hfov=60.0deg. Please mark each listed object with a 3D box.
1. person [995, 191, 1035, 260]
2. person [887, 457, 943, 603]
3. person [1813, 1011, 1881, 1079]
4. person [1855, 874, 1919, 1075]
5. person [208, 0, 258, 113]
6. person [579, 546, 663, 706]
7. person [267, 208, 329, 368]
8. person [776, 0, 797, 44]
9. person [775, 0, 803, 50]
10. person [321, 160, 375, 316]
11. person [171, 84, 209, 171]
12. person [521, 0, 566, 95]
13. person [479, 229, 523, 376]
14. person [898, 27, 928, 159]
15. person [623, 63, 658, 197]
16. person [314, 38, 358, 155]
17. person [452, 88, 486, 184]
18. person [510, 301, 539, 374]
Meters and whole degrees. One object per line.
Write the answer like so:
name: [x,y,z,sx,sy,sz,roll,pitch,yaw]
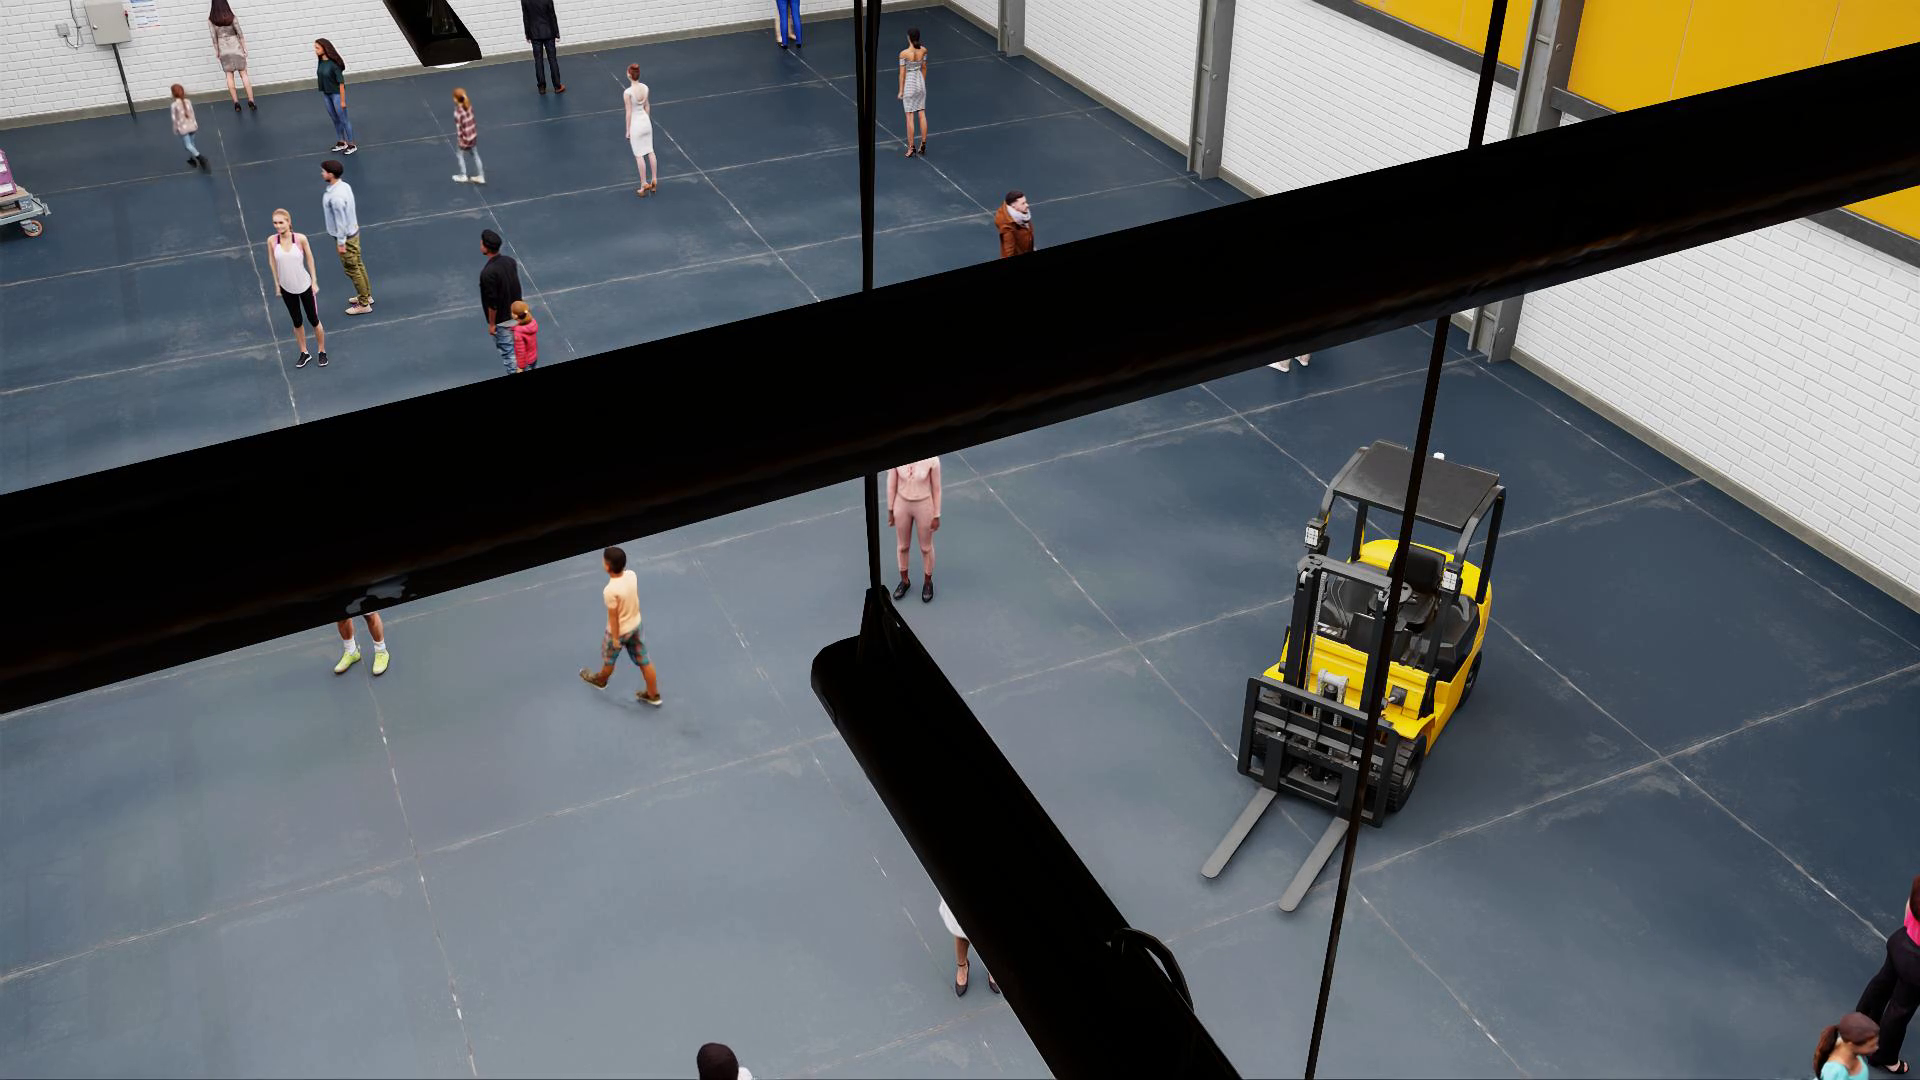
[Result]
person: [0.598,-2.955,18.227,0.910,1.838,0.826,3,34,5]
person: [-0.385,-0.245,14.256,0.694,1.720,0.725,7,34,10]
person: [4.734,3.170,9.298,1.112,1.521,0.937,19,38,26]
person: [5.812,2.543,10.116,0.718,1.660,0.617,4,34,6]
person: [-10.870,-7.264,24.793,0.633,1.744,0.562,-9,35,-13]
person: [-2.577,0.710,13.077,1.021,1.435,0.878,18,38,25]
person: [-7.145,-2.729,17.932,0.664,1.788,0.627,-4,34,-6]
person: [-2.945,-9.169,27.702,0.693,1.697,0.697,27,42,34]
person: [-2.834,-8.970,27.400,0.646,1.700,0.589,-9,35,-13]
person: [-7.020,-3.481,19.042,0.797,1.812,0.615,-4,34,-6]
person: [-10.640,-5.675,22.908,0.840,1.185,0.716,19,38,27]
person: [-6.399,-7.745,25.467,0.752,1.800,0.717,-2,34,-4]
person: [-4.759,-2.380,17.386,0.838,1.811,0.776,11,35,16]
person: [-0.632,-6.249,23.196,0.622,1.823,0.572,-20,39,-27]
person: [-4.229,-5.428,21.987,0.627,1.793,0.646,24,41,32]
person: [-8.792,-6.248,23.382,0.681,1.615,0.767,20,39,27]
person: [-6.604,-5.429,22.443,0.804,1.291,0.734,15,37,22]
person: [-4.409,-1.839,17.017,0.659,1.317,0.587,8,35,12]
